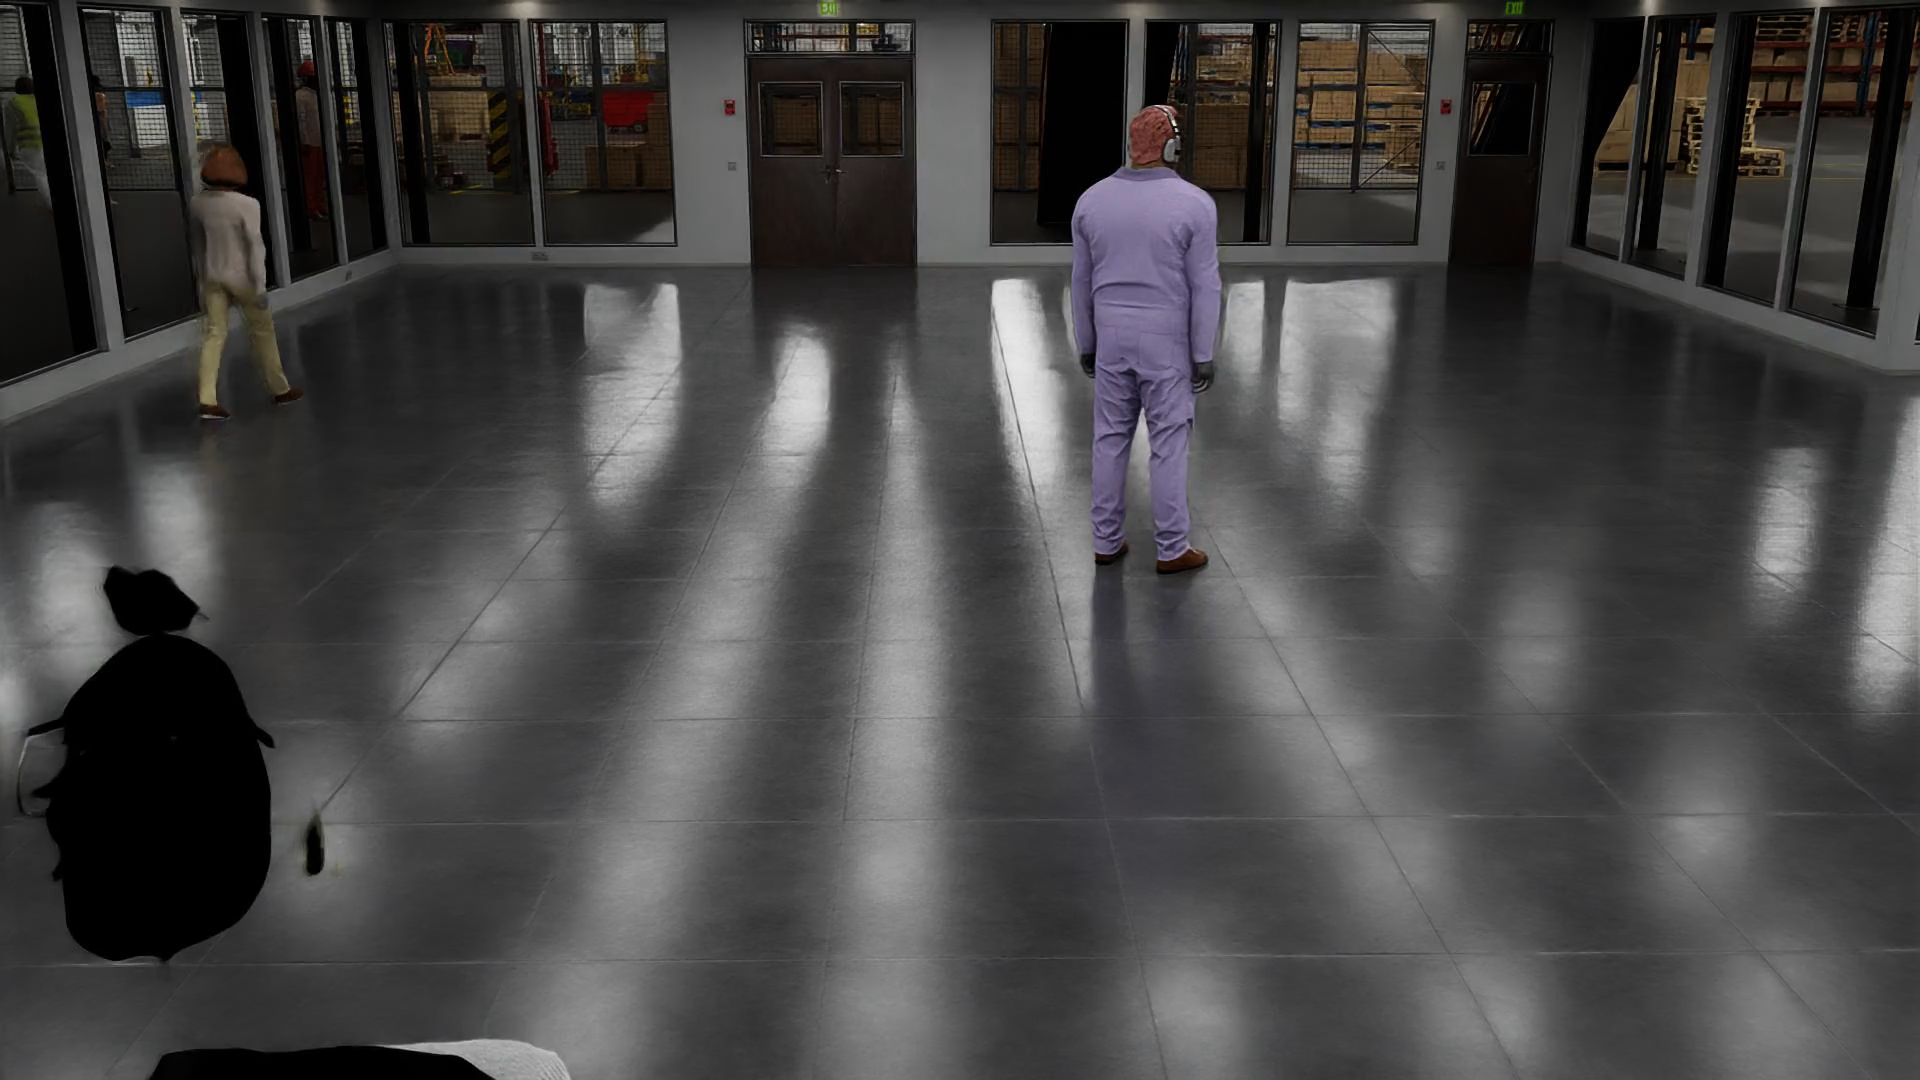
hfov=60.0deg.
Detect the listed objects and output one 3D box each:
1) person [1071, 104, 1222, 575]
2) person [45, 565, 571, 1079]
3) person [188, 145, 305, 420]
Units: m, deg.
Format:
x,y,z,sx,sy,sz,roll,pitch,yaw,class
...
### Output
x,y,z,sx,sy,sz,roll,pitch,yaw,class
0.777,-0.811,6.864,0.642,1.909,0.399,10,19,31,person
-0.472,0.905,1.121,0.511,1.865,0.319,-10,19,-31,person
-4.304,-1.524,9.845,0.512,1.589,0.841,4,17,12,person
